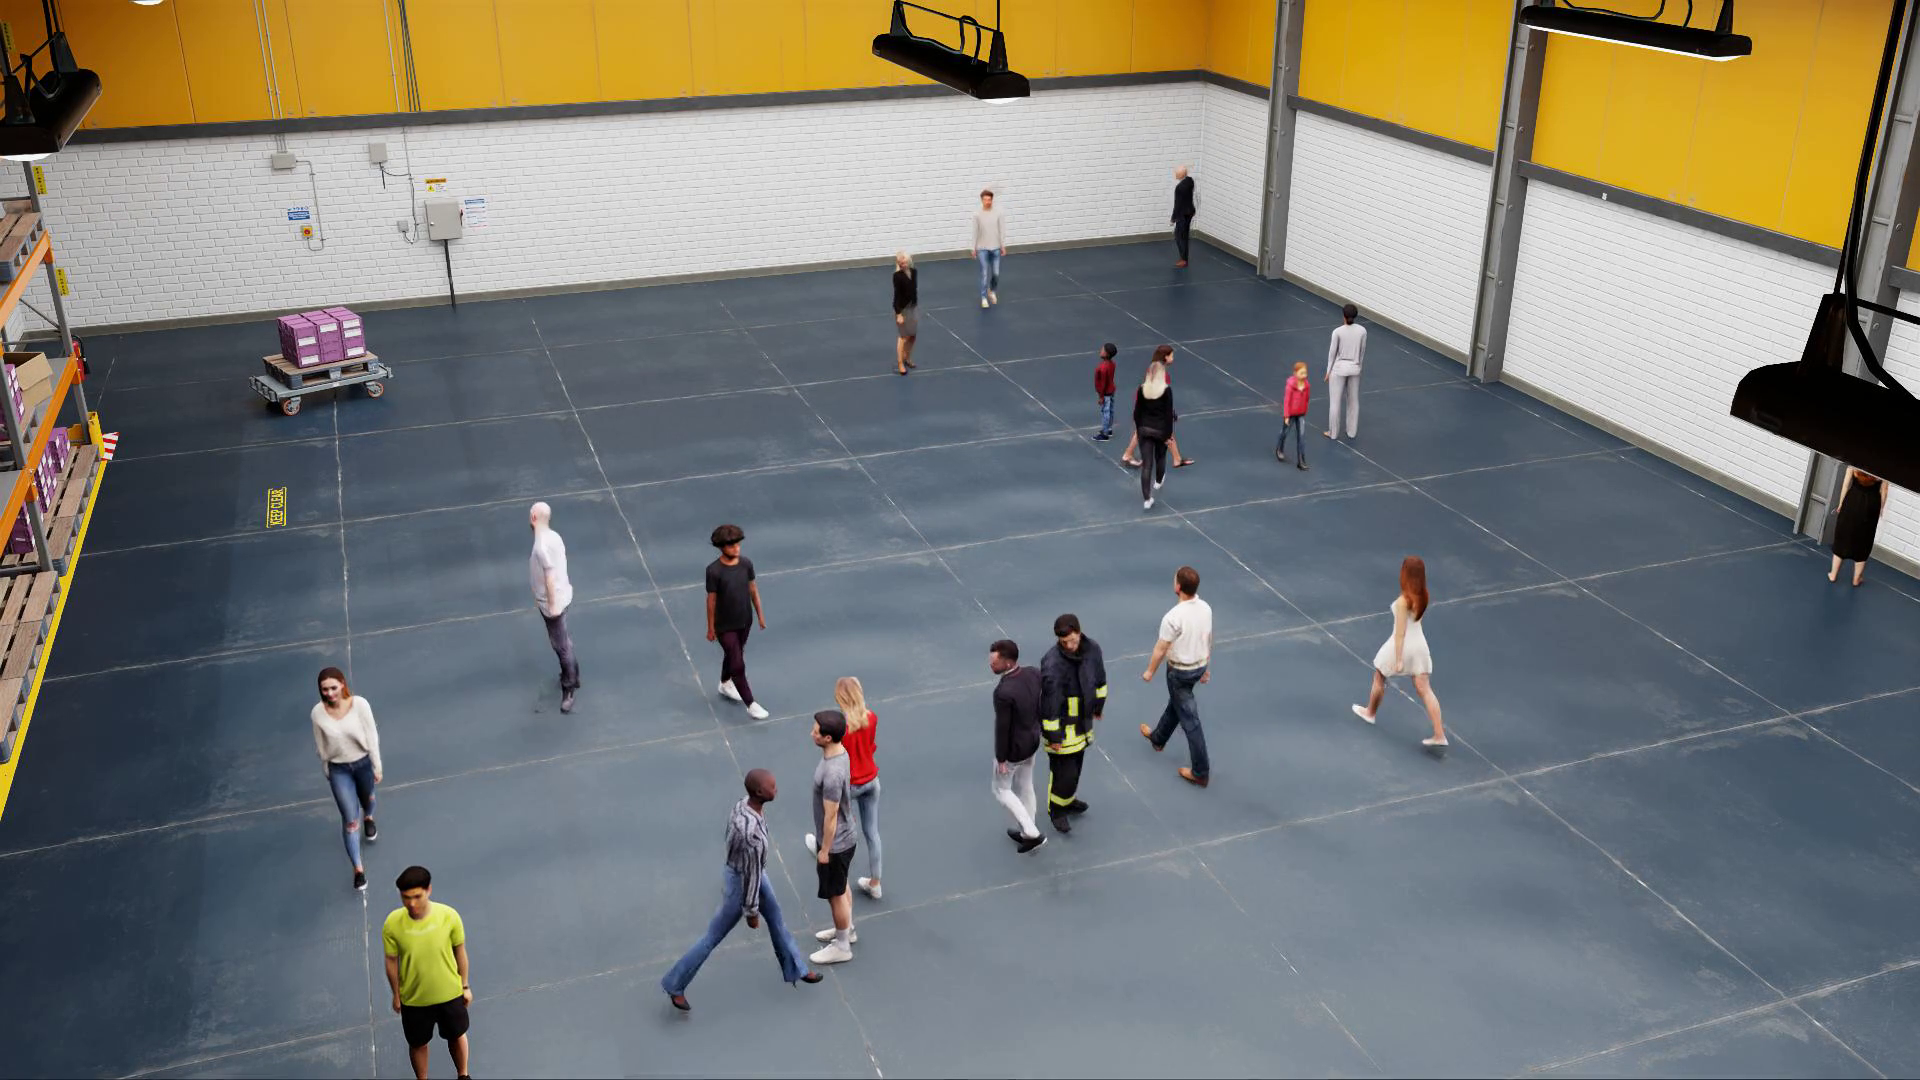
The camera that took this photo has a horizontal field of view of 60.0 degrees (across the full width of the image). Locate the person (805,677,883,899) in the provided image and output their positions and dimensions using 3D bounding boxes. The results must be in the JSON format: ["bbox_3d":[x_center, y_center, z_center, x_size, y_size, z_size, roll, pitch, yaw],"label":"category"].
[{"bbox_3d":[-0.699,1.821,11.994,0.844,1.660,1.139,-18,29,-35],"label":"person"}]

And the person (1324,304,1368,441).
[{"bbox_3d":[4.854,-2.120,20.916,0.671,1.736,0.611,-4,24,-8],"label":"person"}]

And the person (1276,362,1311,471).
[{"bbox_3d":[4.008,-1.527,20.118,0.587,1.288,0.939,-5,24,-12],"label":"person"}]

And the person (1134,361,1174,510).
[{"bbox_3d":[2.164,-1.153,18.816,1.021,1.646,1.159,7,25,16],"label":"person"}]

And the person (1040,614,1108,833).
[{"bbox_3d":[0.809,1.356,12.779,0.918,1.883,0.941,12,26,26],"label":"person"}]

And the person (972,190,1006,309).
[{"bbox_3d":[0.442,-4.669,26.555,0.767,1.890,0.743,-2,24,-6],"label":"person"}]

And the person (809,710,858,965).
[{"bbox_3d":[-0.833,2.008,11.315,0.794,1.862,0.634,-1,24,-2],"label":"person"}]

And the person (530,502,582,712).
[{"bbox_3d":[-3.545,0.577,14.657,0.964,1.807,0.607,-9,25,-21],"label":"person"}]

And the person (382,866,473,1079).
[{"bbox_3d":[-3.182,2.674,9.983,0.626,1.707,0.544,-6,24,-14],"label":"person"}]

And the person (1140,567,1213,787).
[{"bbox_3d":[1.882,1.133,13.373,0.949,1.817,1.219,-20,30,-38],"label":"person"}]

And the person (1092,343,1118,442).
[{"bbox_3d":[1.850,-1.877,20.958,0.644,1.256,0.583,10,26,22],"label":"person"}]

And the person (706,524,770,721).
[{"bbox_3d":[-2.022,0.670,14.529,1.168,1.739,0.932,22,32,40],"label":"person"}]

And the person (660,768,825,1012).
[{"bbox_3d":[-1.509,2.322,10.790,0.871,1.707,1.286,-3,24,-7],"label":"person"}]

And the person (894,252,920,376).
[{"bbox_3d":[-0.779,-3.150,23.194,0.802,1.799,0.790,13,27,27],"label":"person"}]

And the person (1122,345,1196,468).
[{"bbox_3d":[2.281,-1.566,19.940,1.064,1.501,1.082,8,25,17],"label":"person"}]

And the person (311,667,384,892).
[{"bbox_3d":[-4.508,1.671,12.357,0.596,1.645,1.143,-9,25,-19],"label":"person"}]

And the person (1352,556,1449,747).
[{"bbox_3d":[3.828,0.967,13.941,0.727,1.666,1.238,-14,27,-30],"label":"person"}]

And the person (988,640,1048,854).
[{"bbox_3d":[0.486,1.584,12.346,0.907,1.812,0.912,-19,30,-37],"label":"person"}]

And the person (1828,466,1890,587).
[{"bbox_3d":[9.166,-0.319,16.933,0.666,1.625,0.737,14,27,29],"label":"person"}]

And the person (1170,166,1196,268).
[{"bbox_3d":[3.927,-5.683,29.034,0.889,1.761,0.900,-22,32,-40],"label":"person"}]
